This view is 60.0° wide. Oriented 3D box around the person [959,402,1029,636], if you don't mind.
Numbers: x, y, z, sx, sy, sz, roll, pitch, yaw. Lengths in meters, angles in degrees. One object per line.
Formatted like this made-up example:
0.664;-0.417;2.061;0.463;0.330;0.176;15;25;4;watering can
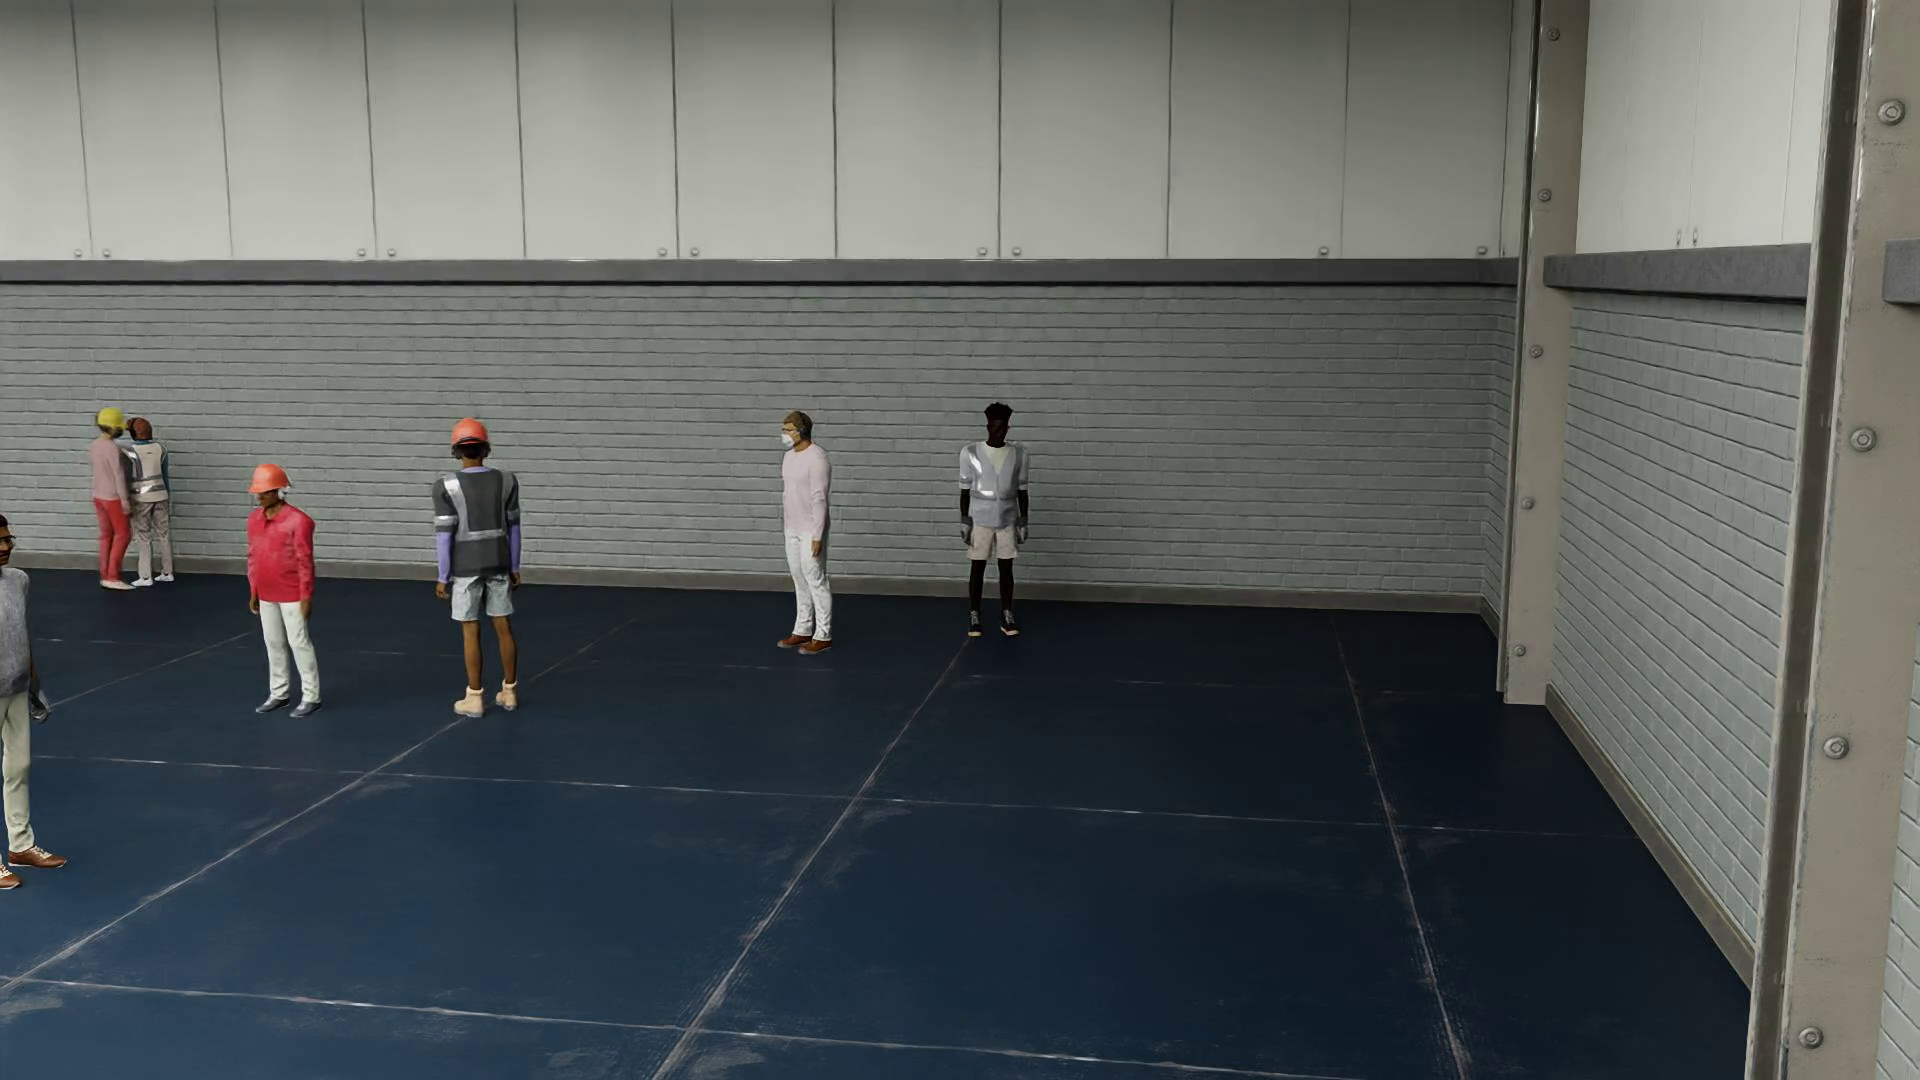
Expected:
0.285;-0.169;13.808;0.602;1.960;0.373;-2;9;-11;person

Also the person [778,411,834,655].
-1.231;-0.062;13.225;0.383;1.934;0.633;-6;11;-33;person

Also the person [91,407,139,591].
-8.035;-0.389;15.775;0.566;1.754;0.337;8;12;39;person

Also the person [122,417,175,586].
-7.838;-0.368;16.037;0.314;1.629;0.508;5;10;28;person

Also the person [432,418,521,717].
-3.295;0.187;11.345;0.609;2.040;0.395;-8;12;-40;person

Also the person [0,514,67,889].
-4.750;0.774;8.251;0.328;1.872;0.513;2;9;13;person

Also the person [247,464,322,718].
-4.631;0.343;11.309;0.562;1.741;0.356;4;10;25;person
